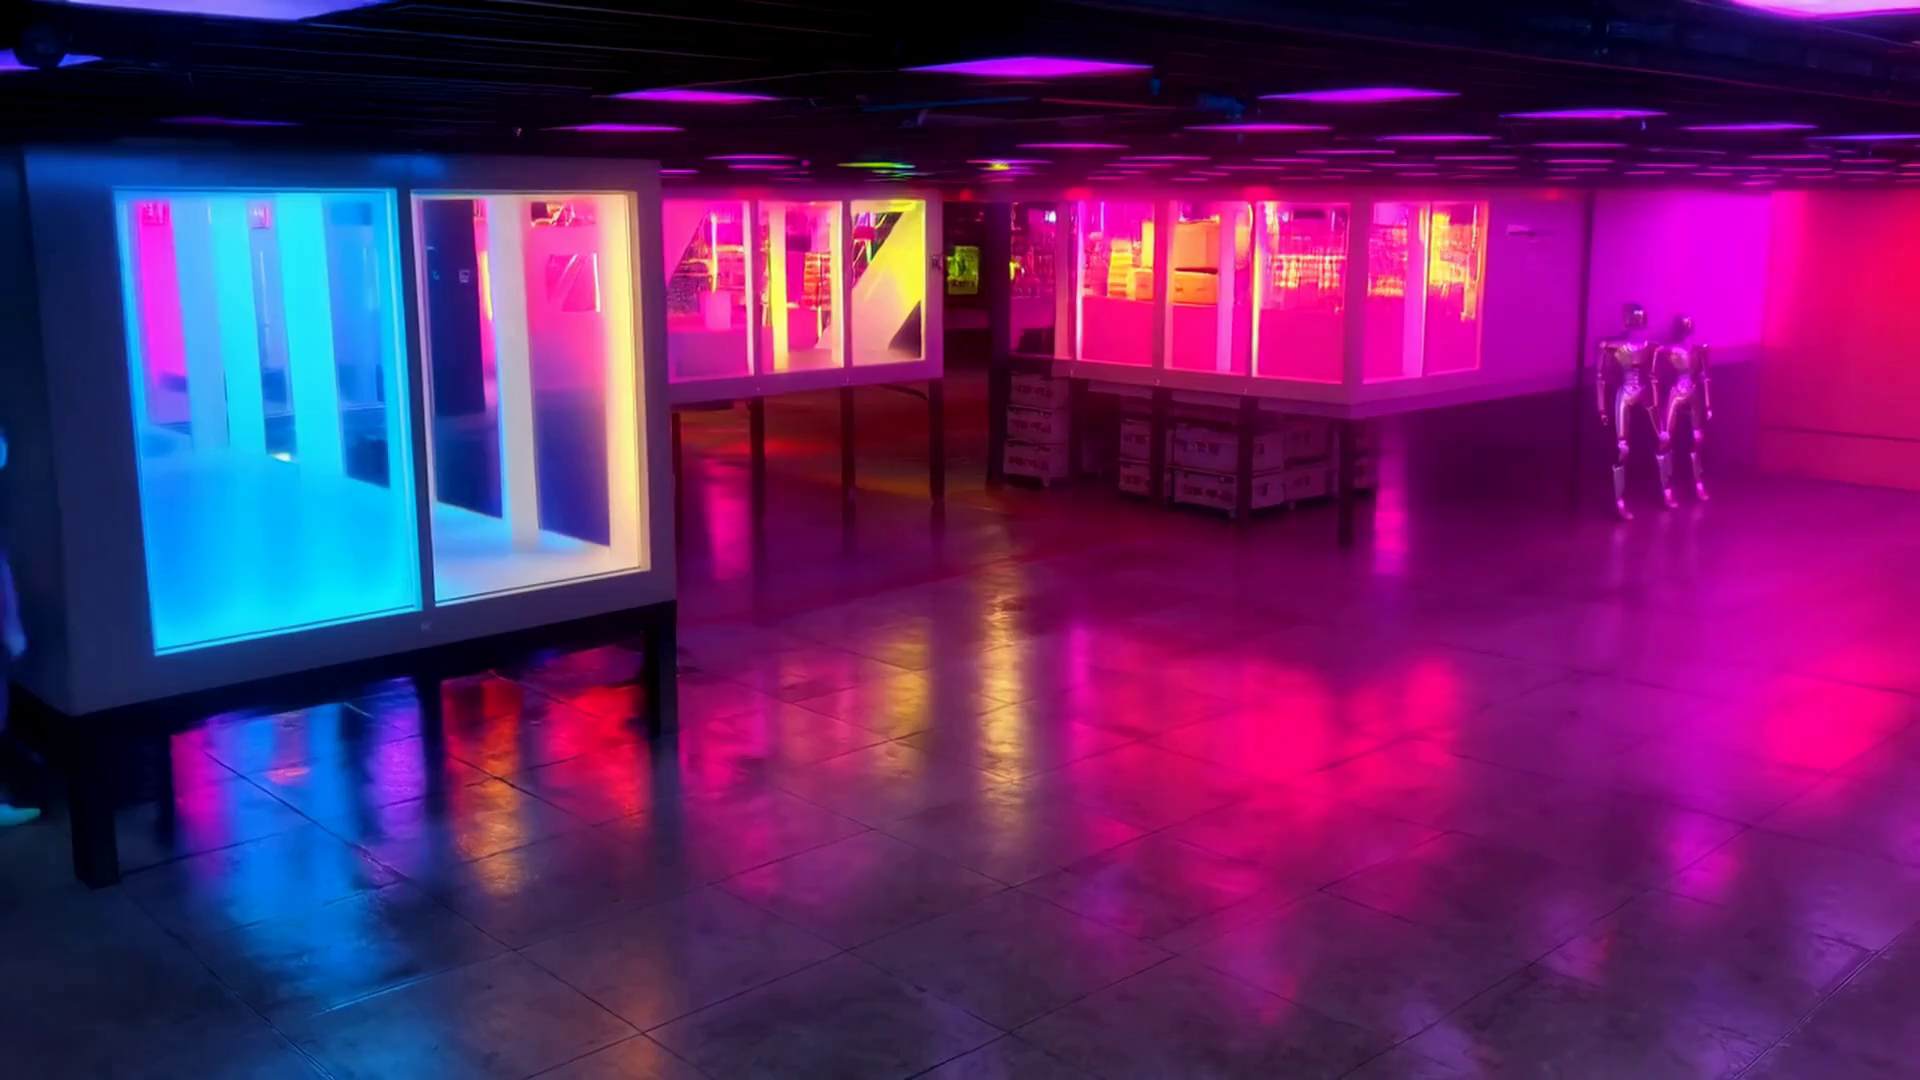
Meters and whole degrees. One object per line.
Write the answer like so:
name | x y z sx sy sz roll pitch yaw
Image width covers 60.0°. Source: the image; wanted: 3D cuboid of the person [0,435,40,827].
person | -3.703 0.295 6.219 0.348 1.616 0.540 -11 16 -44
